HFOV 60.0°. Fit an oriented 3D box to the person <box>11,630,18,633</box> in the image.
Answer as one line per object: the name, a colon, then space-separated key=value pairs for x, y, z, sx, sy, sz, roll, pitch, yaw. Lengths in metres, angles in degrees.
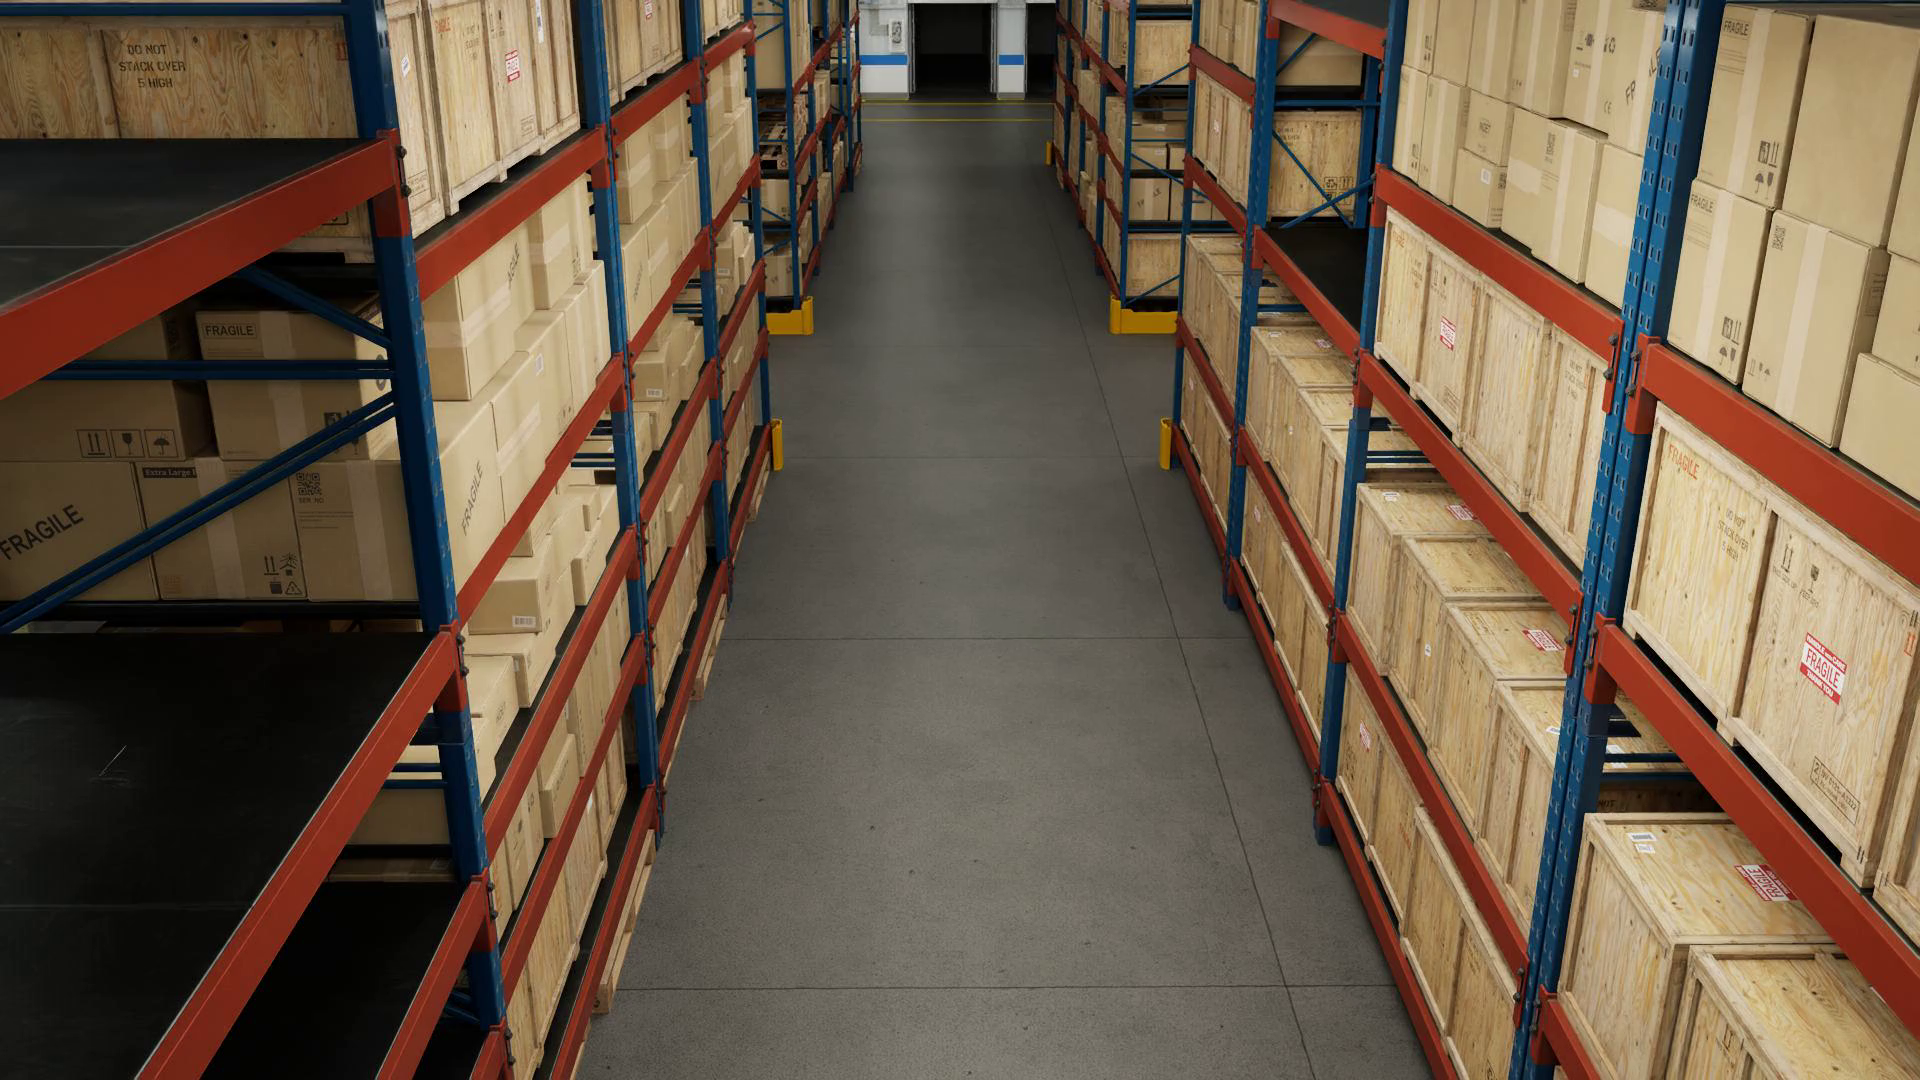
person: x=-6.517 y=1.240 z=11.497 sx=0.438 sy=1.642 sz=0.968 roll=-6 pitch=22 yaw=-14
